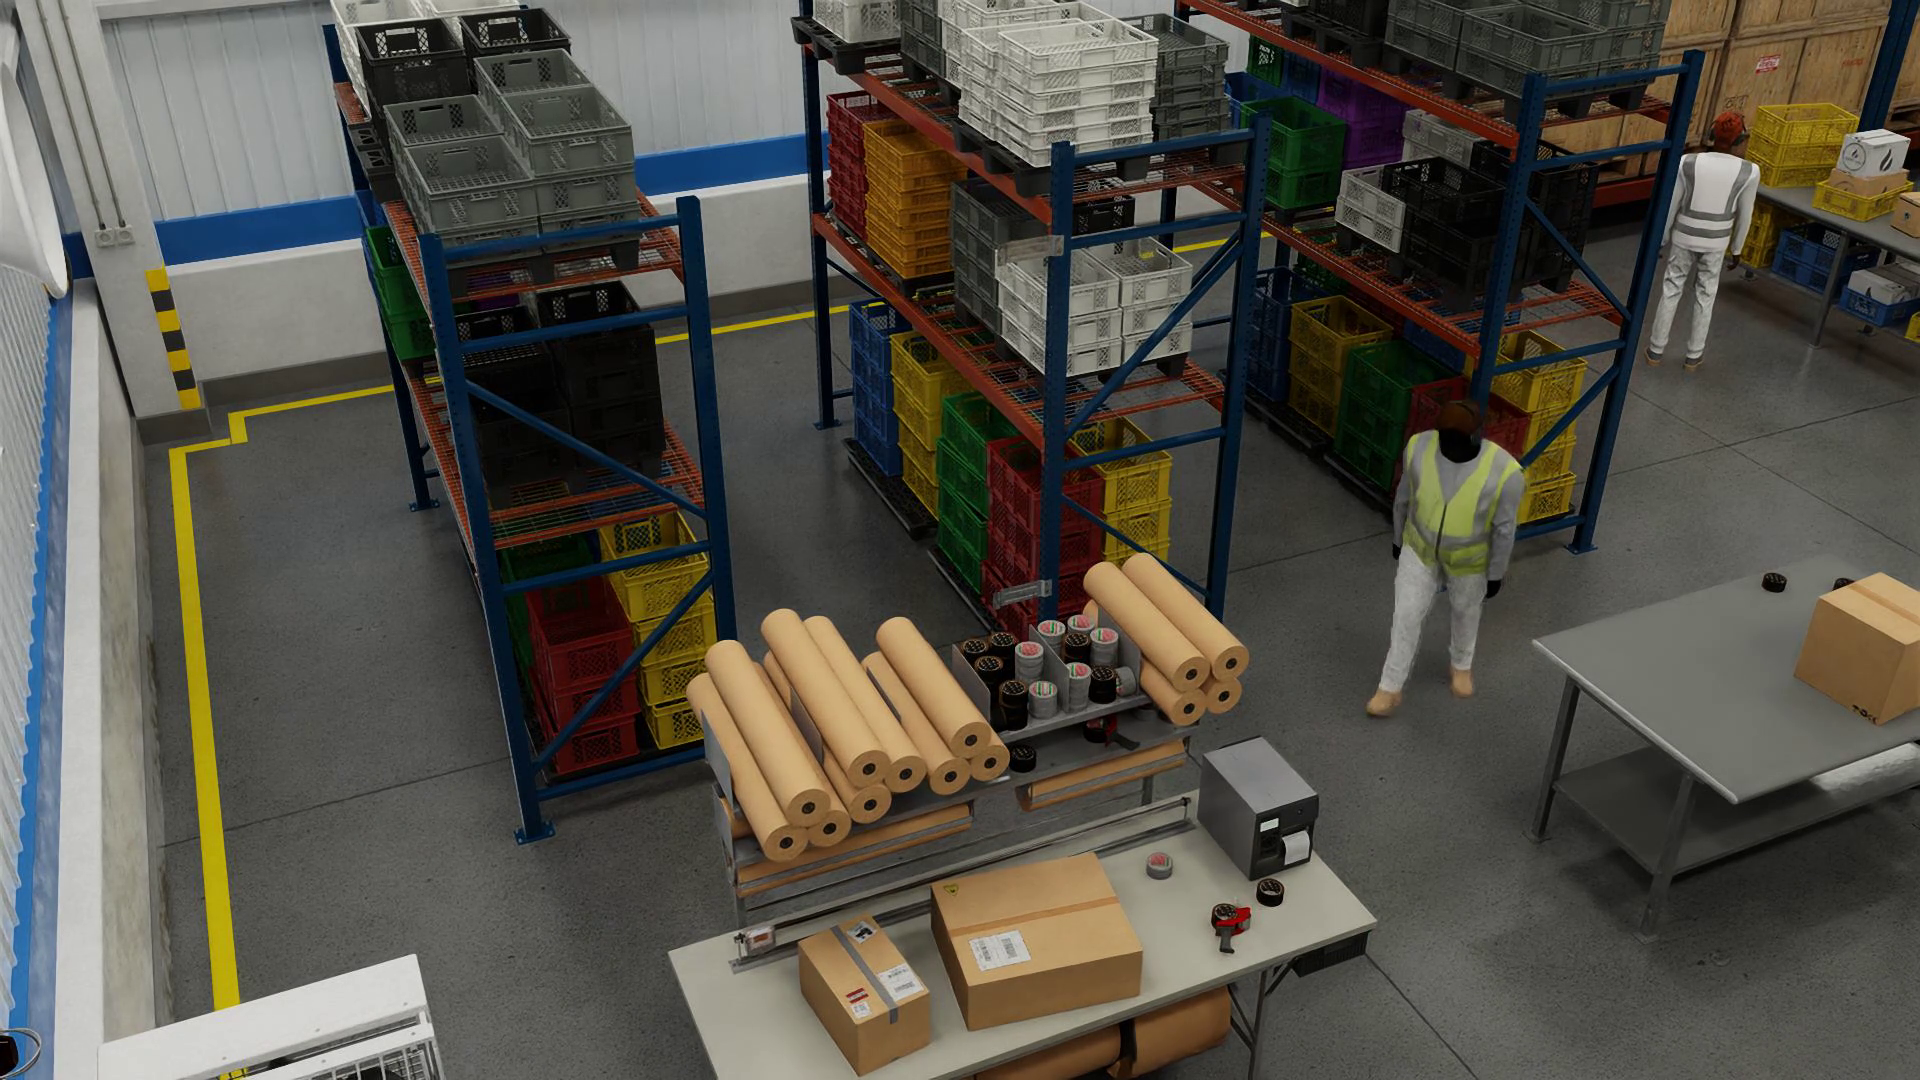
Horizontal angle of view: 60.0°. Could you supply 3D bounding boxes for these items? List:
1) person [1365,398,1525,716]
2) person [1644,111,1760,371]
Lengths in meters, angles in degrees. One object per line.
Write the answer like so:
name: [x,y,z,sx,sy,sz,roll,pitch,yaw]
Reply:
person: [2.457,0.071,8.400,0.634,1.797,0.707,18,36,27]
person: [5.278,-2.122,11.863,0.584,1.882,0.339,13,34,20]
